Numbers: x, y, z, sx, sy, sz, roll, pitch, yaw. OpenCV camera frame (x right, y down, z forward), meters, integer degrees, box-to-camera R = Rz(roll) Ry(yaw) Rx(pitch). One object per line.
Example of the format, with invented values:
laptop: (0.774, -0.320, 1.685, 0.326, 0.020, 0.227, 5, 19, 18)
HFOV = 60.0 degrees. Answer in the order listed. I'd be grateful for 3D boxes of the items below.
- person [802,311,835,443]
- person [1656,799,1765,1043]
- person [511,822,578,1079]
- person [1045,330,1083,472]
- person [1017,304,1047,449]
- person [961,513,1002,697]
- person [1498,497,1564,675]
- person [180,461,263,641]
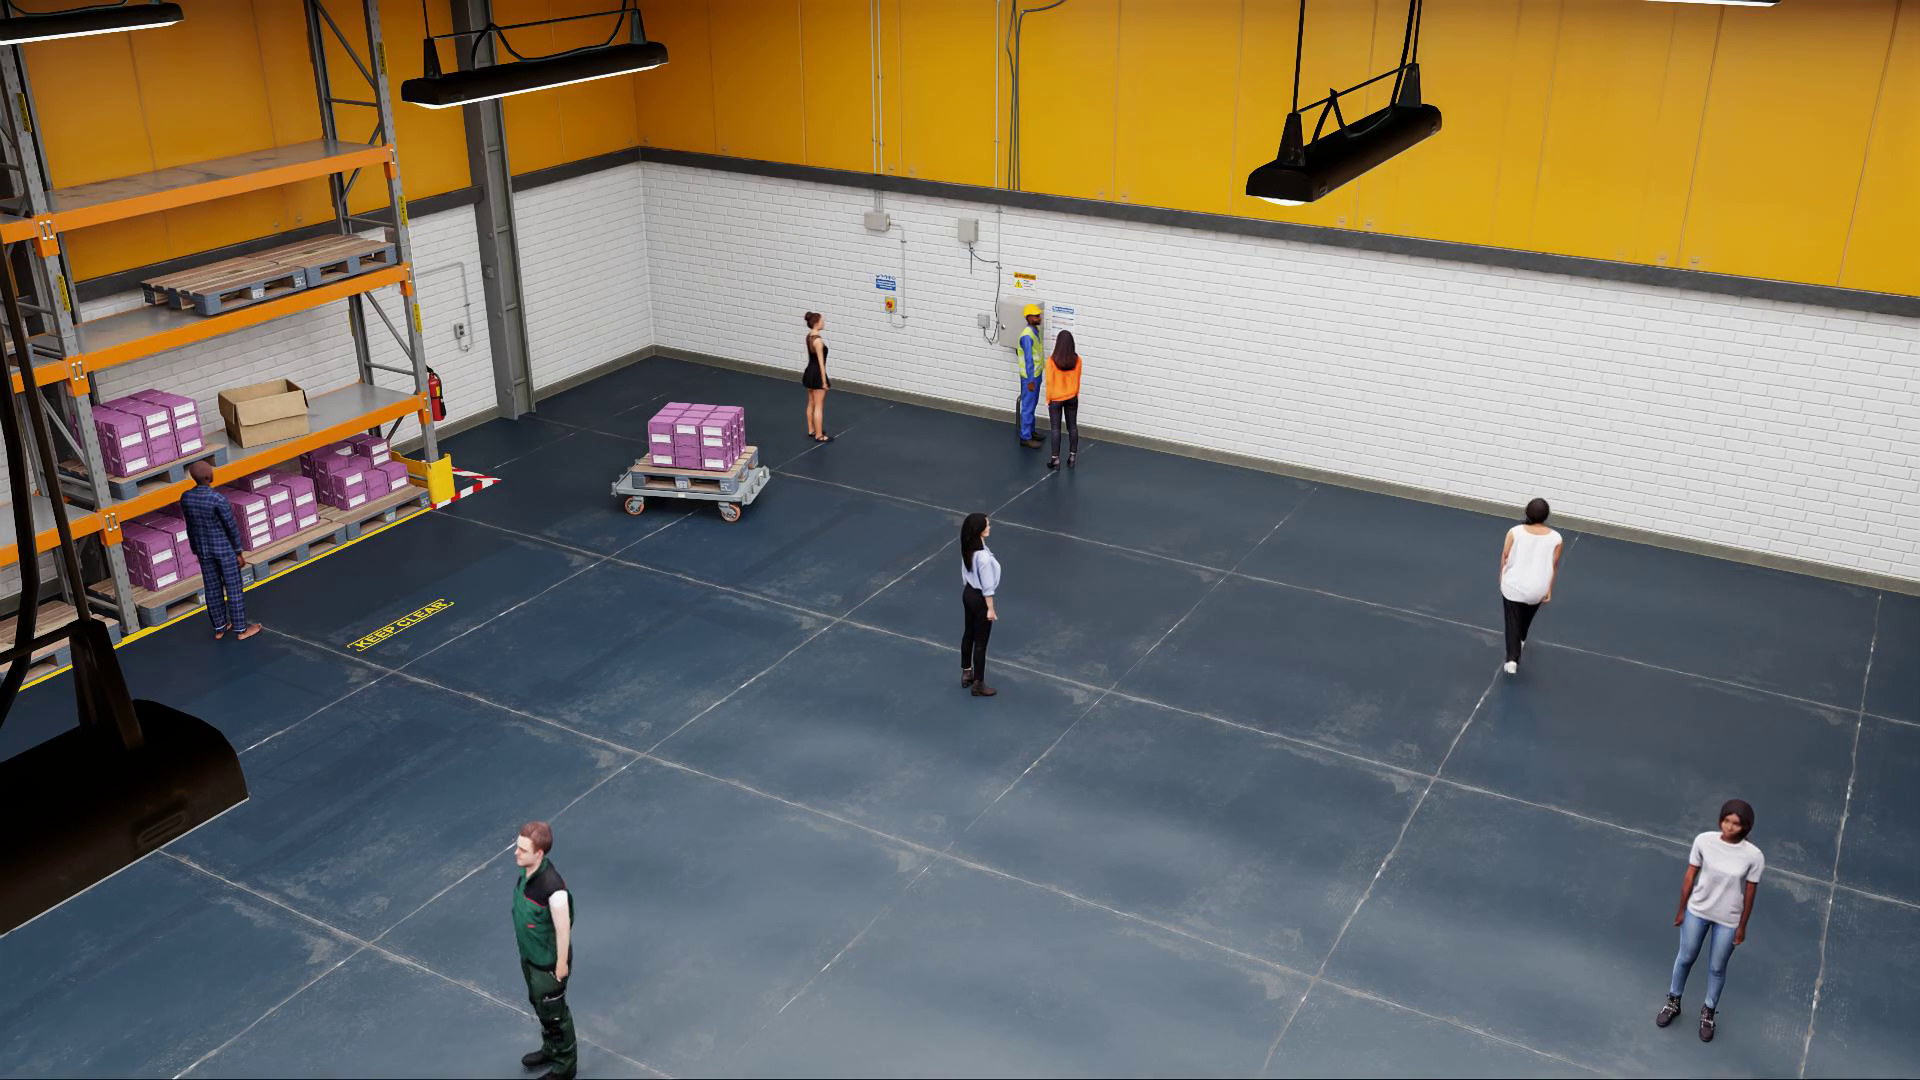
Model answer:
person: (-1.820, -2.075, 21.027, 0.727, 1.673, 0.682, -10, 25, -21)
person: (4.839, 2.419, 10.686, 0.585, 1.719, 0.528, 14, 27, 30)
person: (-2.559, 2.525, 10.289, 0.771, 1.843, 0.753, -15, 28, -30)
person: (1.249, -1.697, 20.066, 0.688, 1.749, 0.767, -9, 25, -19)
person: (0.897, -2.080, 20.862, 0.779, 1.813, 0.615, 6, 24, 14)
person: (0.154, 0.565, 14.898, 0.748, 1.744, 0.731, -11, 26, -23)
person: (5.188, 0.444, 15.295, 0.920, 1.647, 1.221, 4, 24, 9)
person: (-7.100, 0.093, 15.884, 0.744, 1.819, 0.727, 4, 24, 8)
